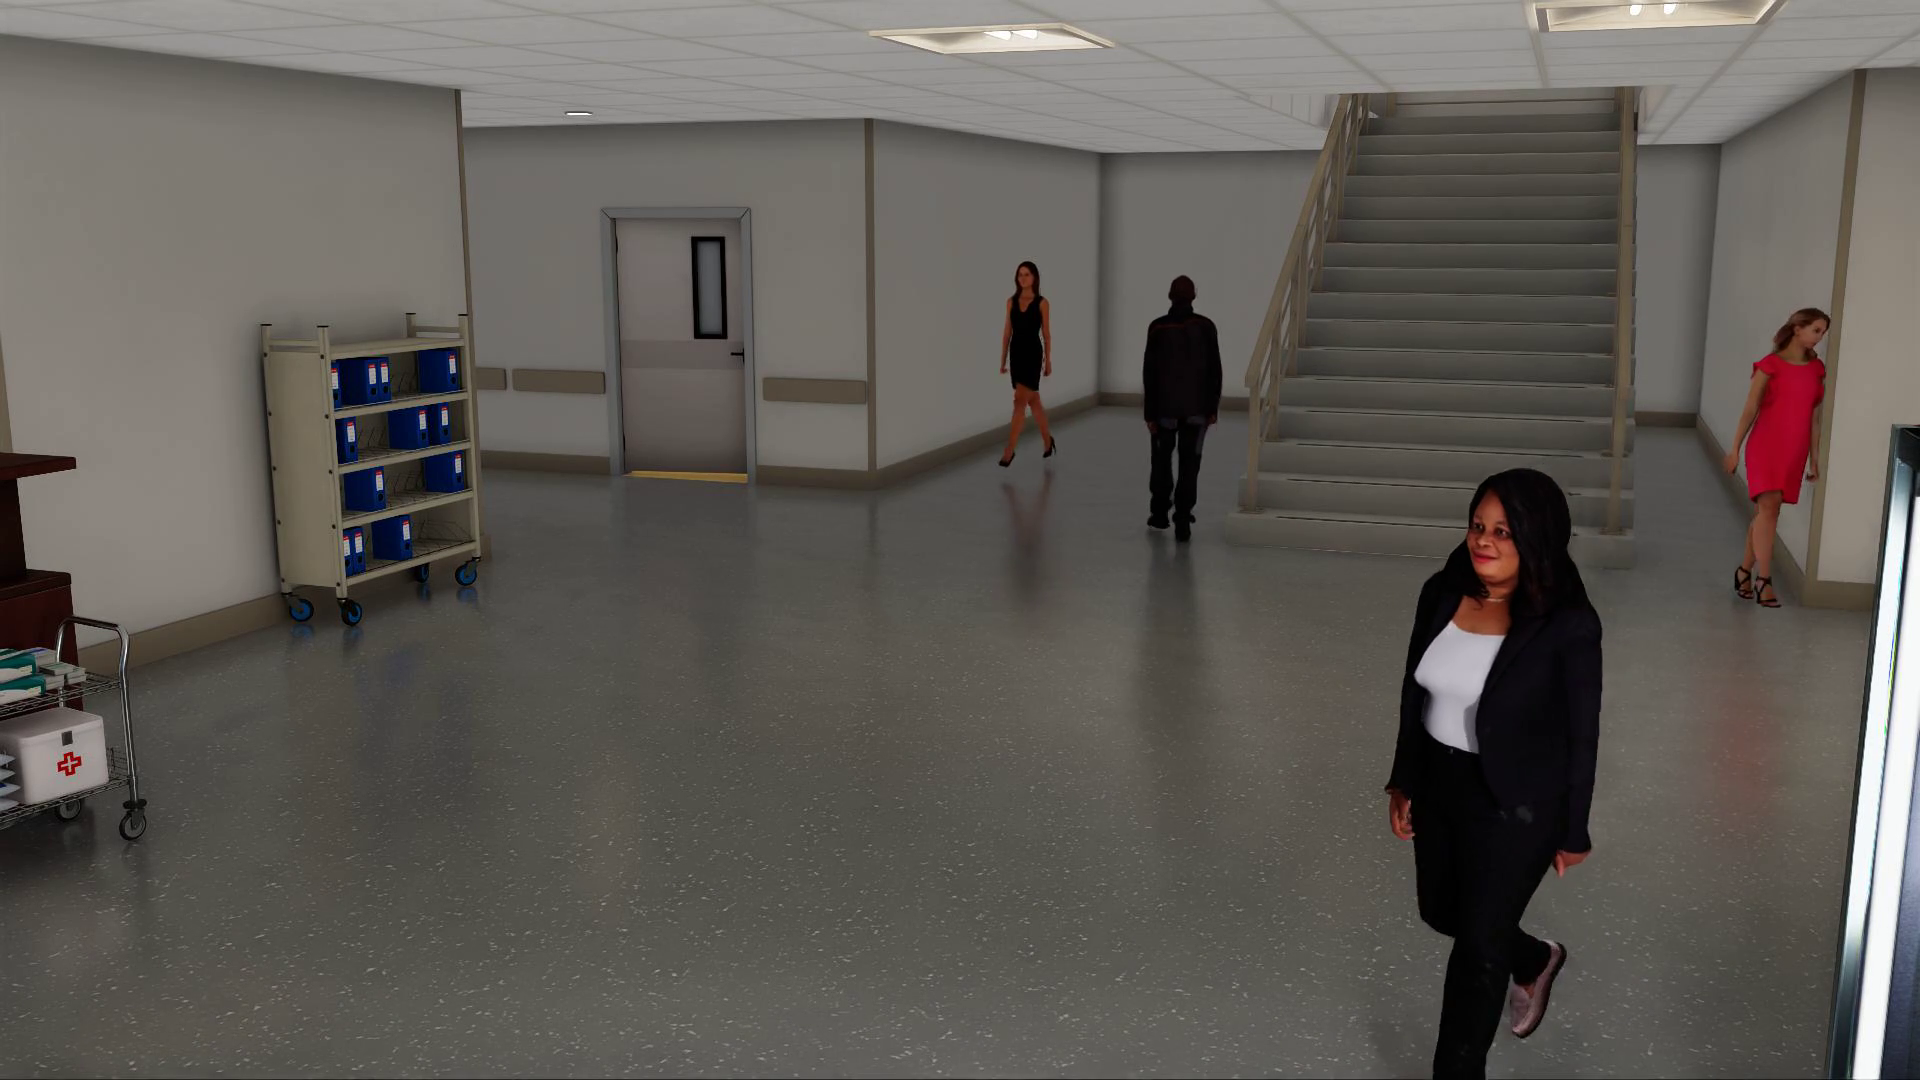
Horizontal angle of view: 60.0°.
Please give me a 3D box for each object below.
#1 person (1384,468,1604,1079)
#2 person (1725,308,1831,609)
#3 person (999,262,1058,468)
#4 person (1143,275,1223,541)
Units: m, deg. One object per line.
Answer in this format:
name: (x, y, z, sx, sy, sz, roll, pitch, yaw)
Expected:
person: (1.322, 0.616, 4.047, 1.114, 1.595, 0.948, -9, 14, -40)
person: (4.666, -0.483, 9.588, 0.804, 1.689, 0.900, 0, 11, 1)
person: (0.638, -1.526, 14.841, 0.737, 1.779, 1.206, 6, 12, 30)
person: (1.531, -0.899, 11.454, 0.795, 1.811, 0.887, 1, 11, 7)
